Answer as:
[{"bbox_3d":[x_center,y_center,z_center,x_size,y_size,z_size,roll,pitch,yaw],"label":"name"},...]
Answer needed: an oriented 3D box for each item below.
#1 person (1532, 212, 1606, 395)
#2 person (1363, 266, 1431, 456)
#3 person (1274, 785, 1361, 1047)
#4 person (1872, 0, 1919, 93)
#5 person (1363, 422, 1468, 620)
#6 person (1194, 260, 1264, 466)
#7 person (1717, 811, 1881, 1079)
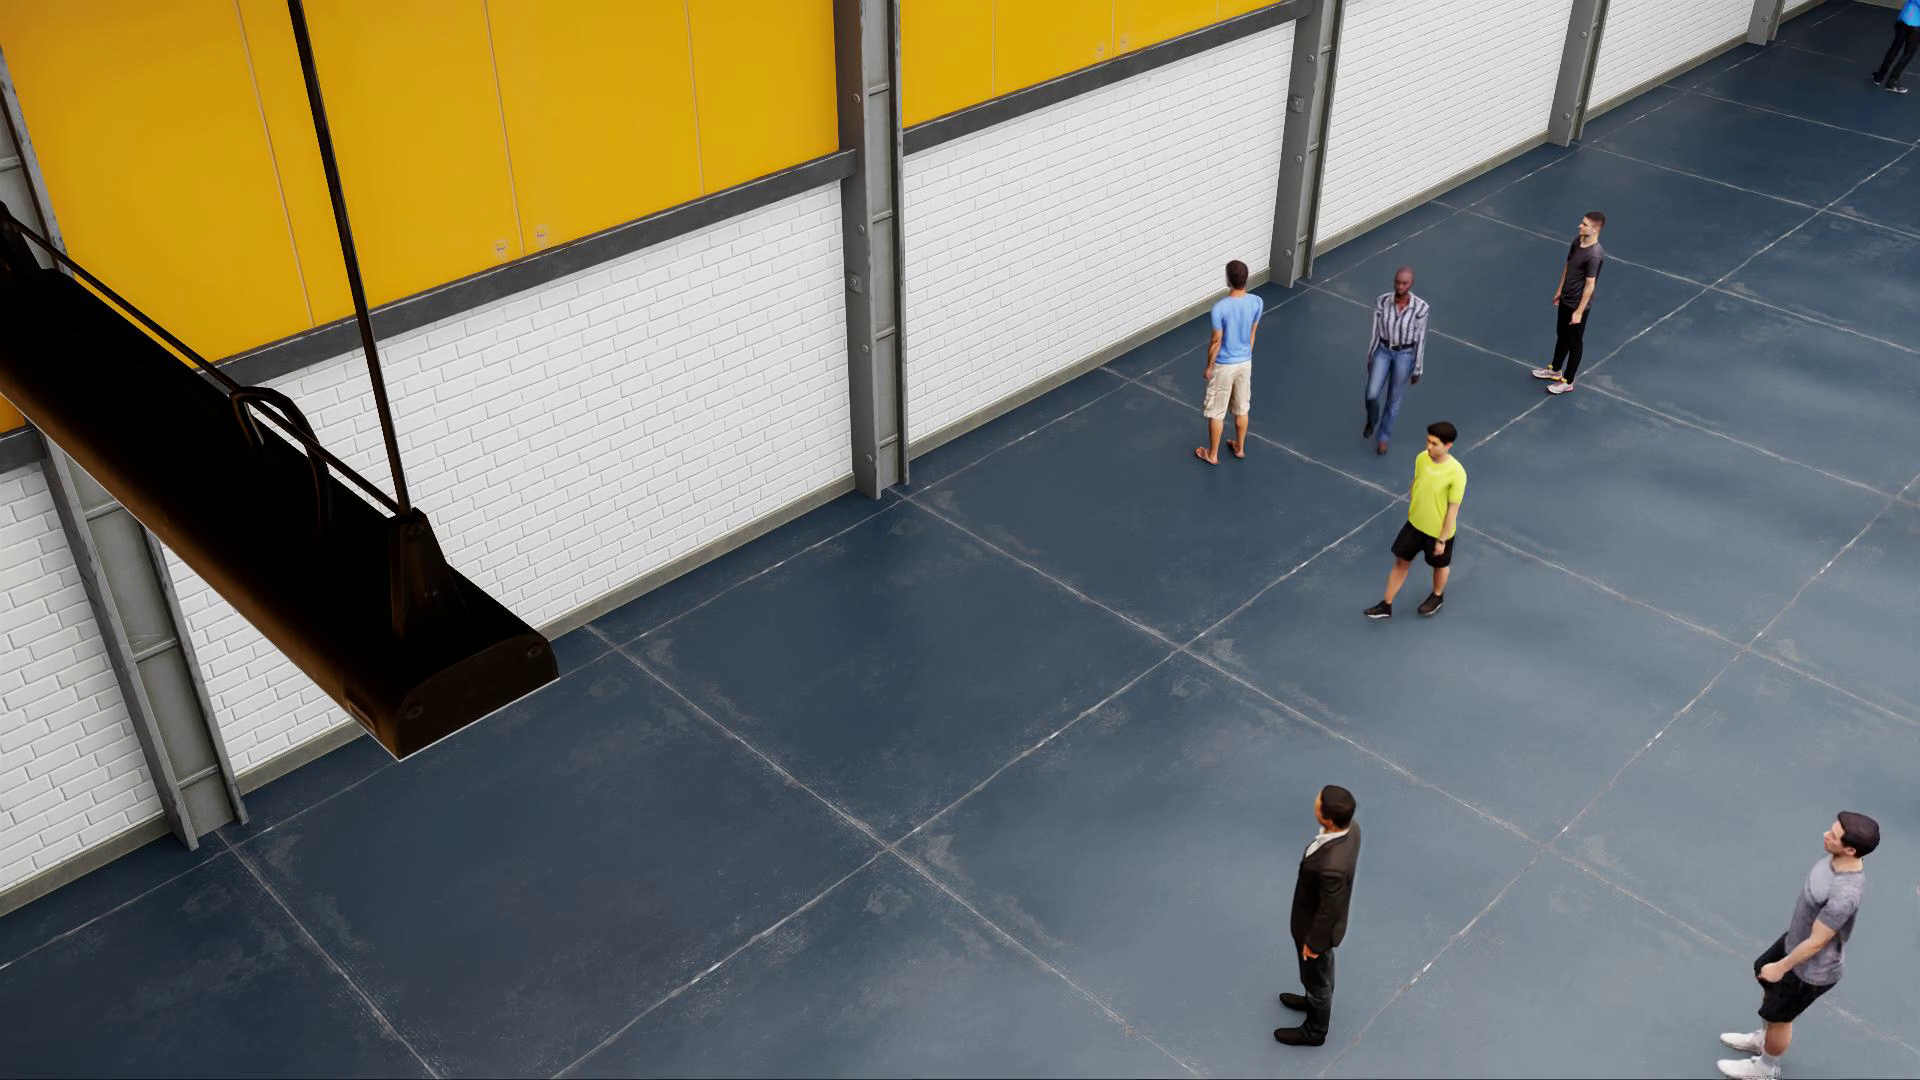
[{"bbox_3d":[5.728,-2.223,15.471,0.756,1.764,0.723,-4,34,-6],"label":"person"},{"bbox_3d":[3.796,-1.600,14.513,0.763,1.787,0.788,10,35,15],"label":"person"},{"bbox_3d":[1.971,2.038,9.028,0.817,1.799,0.667,9,35,13],"label":"person"},{"bbox_3d":[12.951,-7.059,22.734,0.897,1.777,0.860,-7,34,-10],"label":"person"},{"bbox_3d":[3.581,-0.154,12.436,1.026,1.678,0.742,-23,40,-30],"label":"person"},{"bbox_3d":[2.340,-1.526,14.331,0.641,1.865,0.788,-13,36,-19],"label":"person"},{"bbox_3d":[4.486,2.196,8.730,0.829,1.865,0.702,16,37,22],"label":"person"}]
